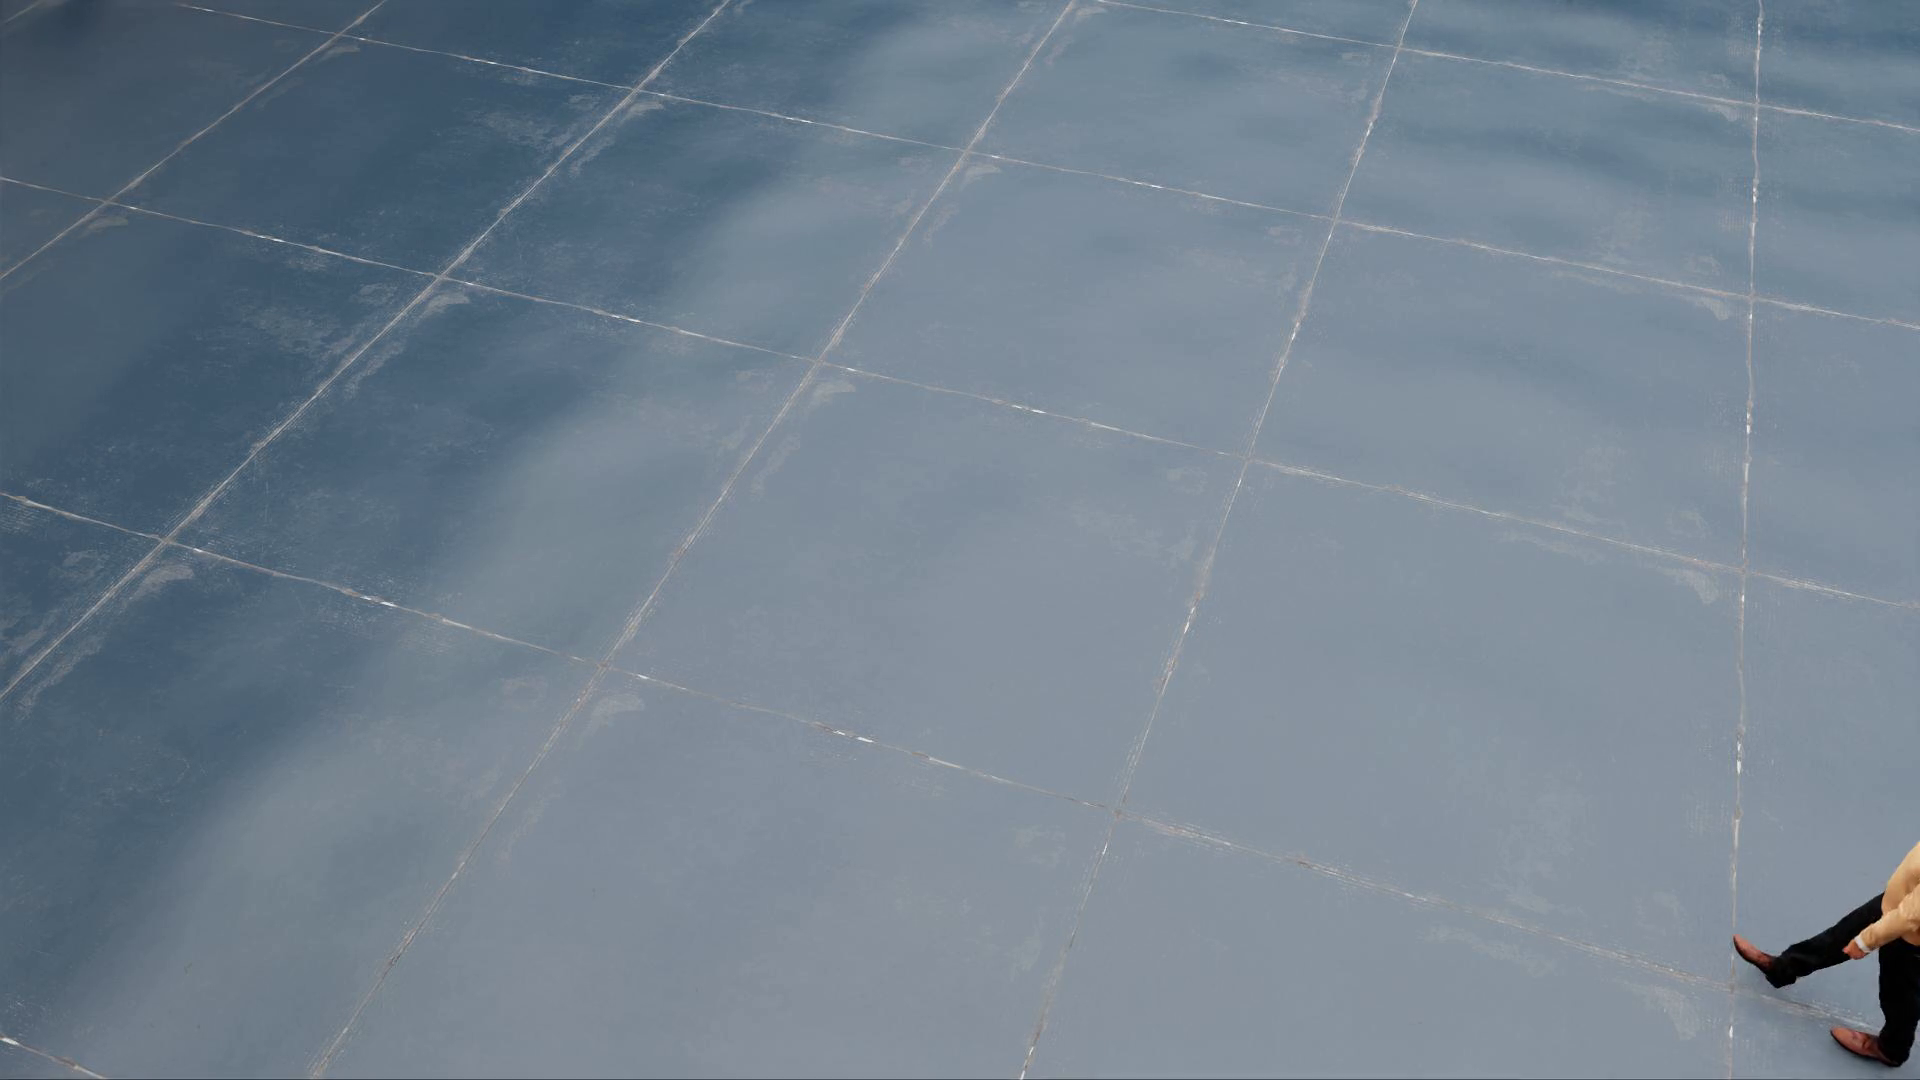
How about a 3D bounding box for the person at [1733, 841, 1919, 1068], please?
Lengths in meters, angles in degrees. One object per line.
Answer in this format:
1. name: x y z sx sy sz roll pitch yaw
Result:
1. person: 4.095 1.670 7.020 1.131 1.723 0.839 23 48 23
